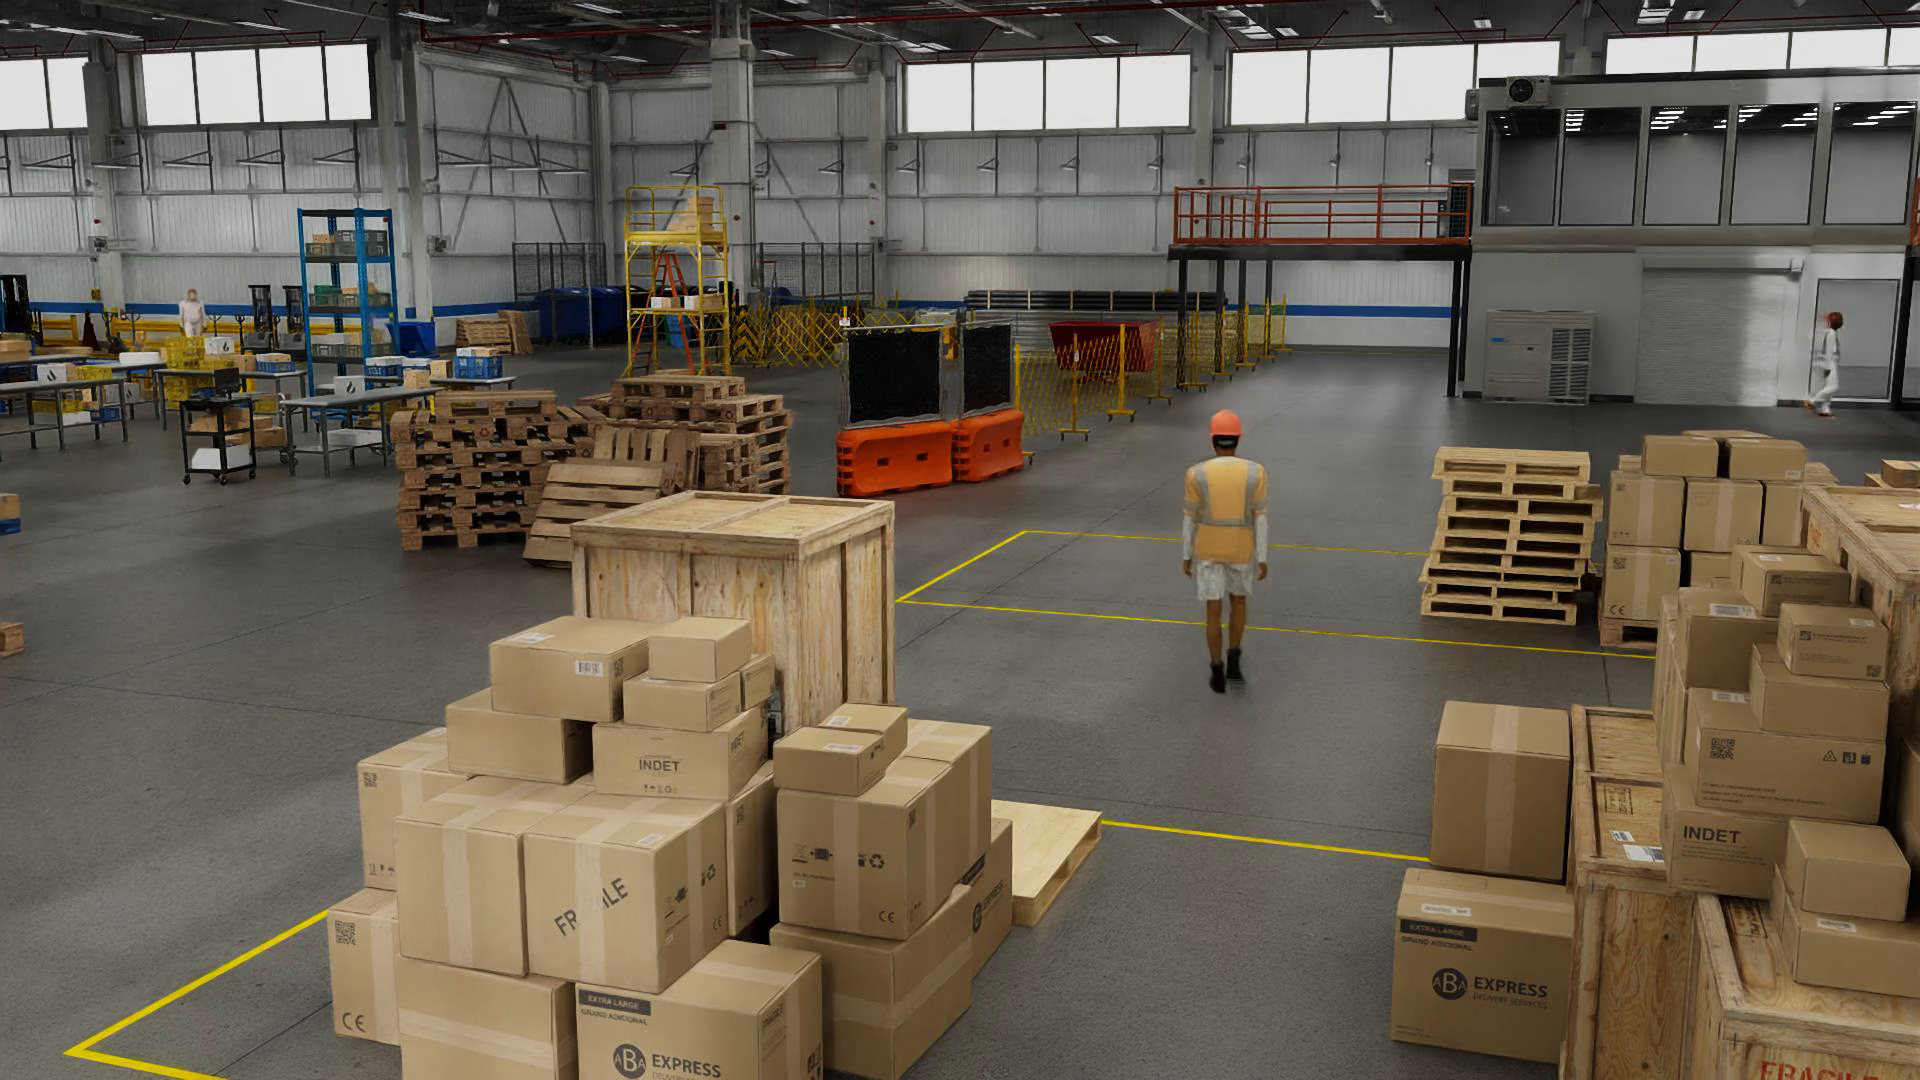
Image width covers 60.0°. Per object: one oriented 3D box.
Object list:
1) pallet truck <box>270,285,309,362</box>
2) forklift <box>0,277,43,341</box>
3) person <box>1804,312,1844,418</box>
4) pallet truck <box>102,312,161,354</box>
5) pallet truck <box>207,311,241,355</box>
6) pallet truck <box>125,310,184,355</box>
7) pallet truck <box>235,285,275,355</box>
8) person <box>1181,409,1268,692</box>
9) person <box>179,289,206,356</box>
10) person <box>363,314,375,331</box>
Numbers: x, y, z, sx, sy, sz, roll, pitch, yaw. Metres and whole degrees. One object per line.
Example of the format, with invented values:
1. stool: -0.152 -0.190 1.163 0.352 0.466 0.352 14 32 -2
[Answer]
1. pallet truck: -17.147 -5.700 43.663 0.823 1.965 1.885 3 11 17
2. forklift: -27.151 -6.329 46.328 1.157 1.987 2.680 3 11 17
3. person: 15.175 -3.050 29.110 0.474 1.870 0.582 4 11 19
4. pallet truck: -23.057 -5.777 46.261 0.680 1.201 1.601 3 11 19
5. pallet truck: -19.537 -5.575 44.913 0.653 1.274 1.630 3 11 19
6. pallet truck: -22.038 -5.665 45.457 0.704 1.261 1.522 3 11 17
7. pallet truck: -18.327 -5.835 44.421 0.823 1.965 1.885 4 11 23
8. person: 1.807 0.063 11.420 0.581 1.917 0.607 1 10 5
9. person: -20.347 -5.714 44.118 0.653 1.872 0.859 -7 12 -35
10. person: -14.993 -5.488 42.373 0.668 2.030 0.605 -5 11 -27
